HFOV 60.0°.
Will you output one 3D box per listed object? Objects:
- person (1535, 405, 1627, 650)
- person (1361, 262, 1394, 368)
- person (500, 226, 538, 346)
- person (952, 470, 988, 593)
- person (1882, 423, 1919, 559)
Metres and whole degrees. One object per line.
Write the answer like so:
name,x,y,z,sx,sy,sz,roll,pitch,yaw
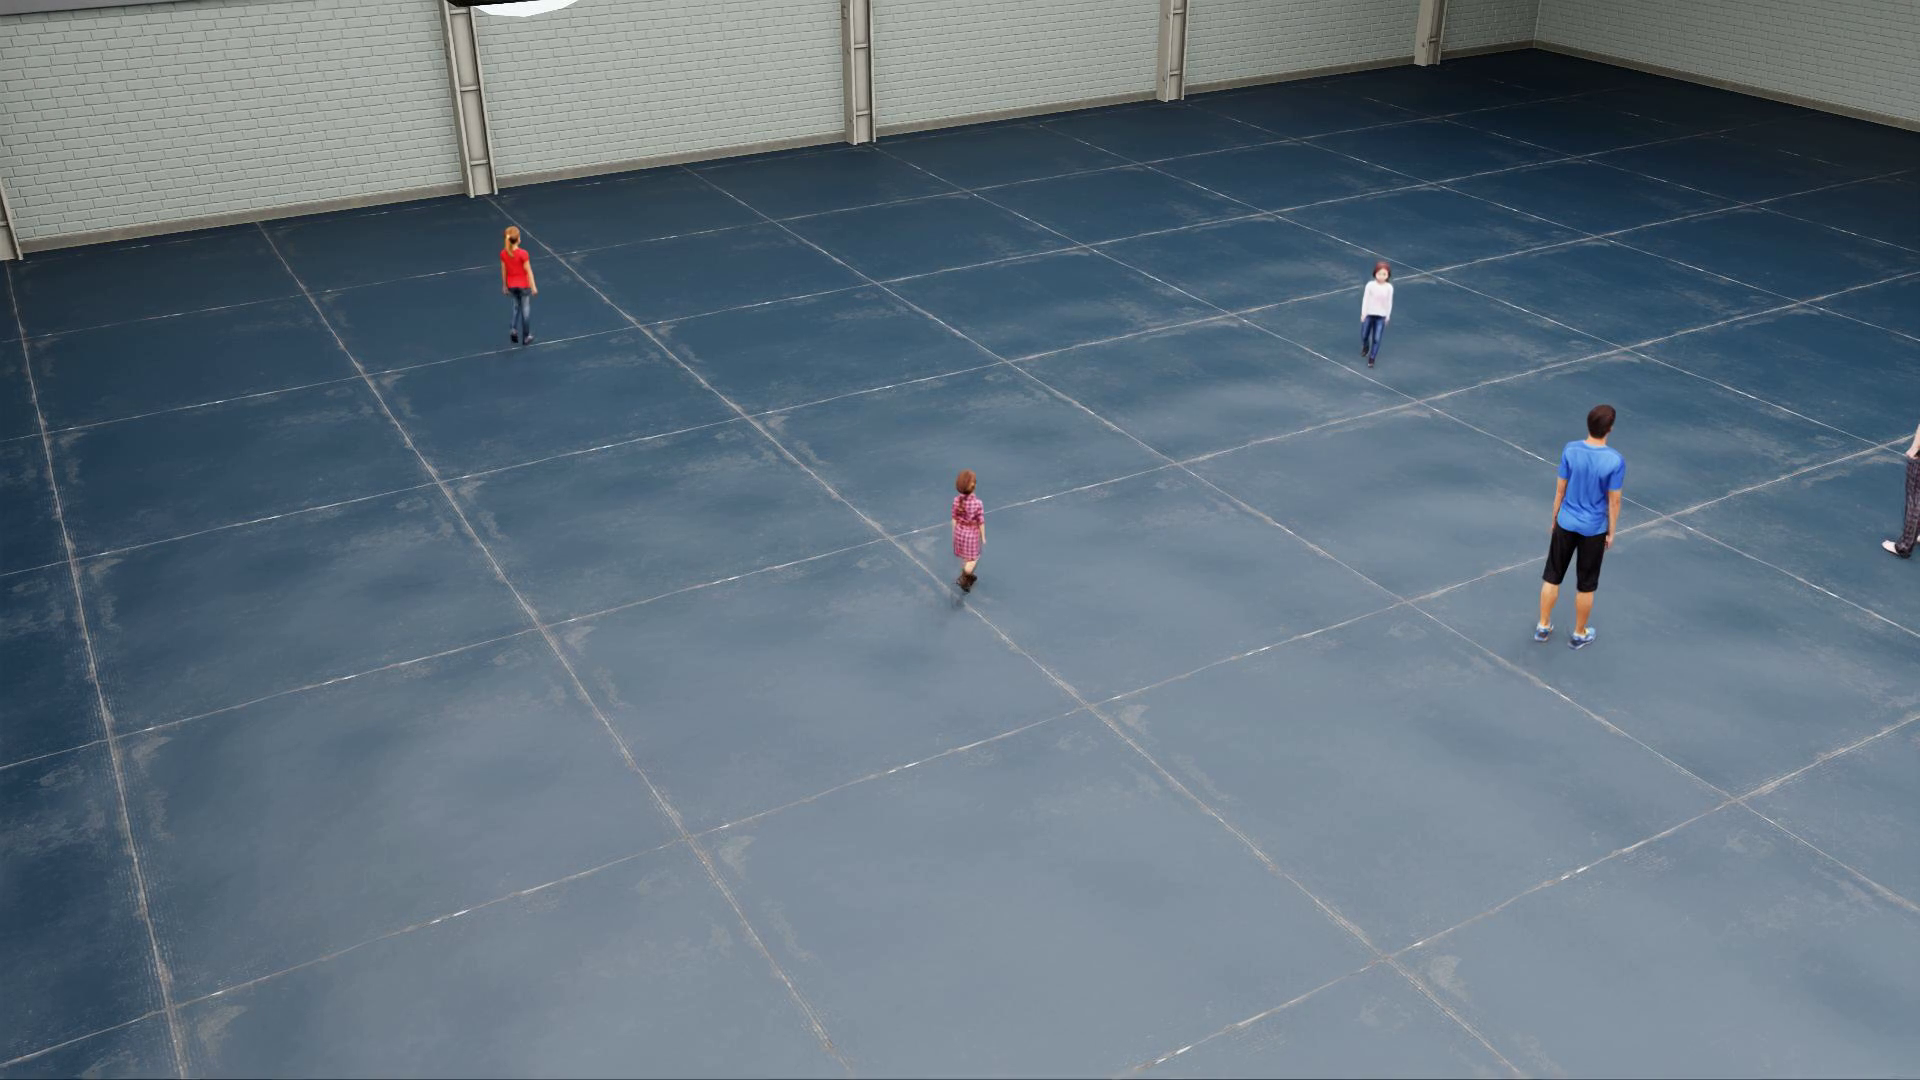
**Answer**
person,4.514,-0.095,12.104,0.696,1.867,0.703,17,32,30
person,4.345,-2.385,17.382,0.634,1.108,0.692,7,28,13
person,-4.738,-2.688,17.760,0.632,1.299,0.690,6,28,11
person,0.053,-0.054,12.952,0.594,1.019,0.672,11,29,21
person,7.873,-0.754,13.380,0.584,1.870,0.776,-7,28,-13
